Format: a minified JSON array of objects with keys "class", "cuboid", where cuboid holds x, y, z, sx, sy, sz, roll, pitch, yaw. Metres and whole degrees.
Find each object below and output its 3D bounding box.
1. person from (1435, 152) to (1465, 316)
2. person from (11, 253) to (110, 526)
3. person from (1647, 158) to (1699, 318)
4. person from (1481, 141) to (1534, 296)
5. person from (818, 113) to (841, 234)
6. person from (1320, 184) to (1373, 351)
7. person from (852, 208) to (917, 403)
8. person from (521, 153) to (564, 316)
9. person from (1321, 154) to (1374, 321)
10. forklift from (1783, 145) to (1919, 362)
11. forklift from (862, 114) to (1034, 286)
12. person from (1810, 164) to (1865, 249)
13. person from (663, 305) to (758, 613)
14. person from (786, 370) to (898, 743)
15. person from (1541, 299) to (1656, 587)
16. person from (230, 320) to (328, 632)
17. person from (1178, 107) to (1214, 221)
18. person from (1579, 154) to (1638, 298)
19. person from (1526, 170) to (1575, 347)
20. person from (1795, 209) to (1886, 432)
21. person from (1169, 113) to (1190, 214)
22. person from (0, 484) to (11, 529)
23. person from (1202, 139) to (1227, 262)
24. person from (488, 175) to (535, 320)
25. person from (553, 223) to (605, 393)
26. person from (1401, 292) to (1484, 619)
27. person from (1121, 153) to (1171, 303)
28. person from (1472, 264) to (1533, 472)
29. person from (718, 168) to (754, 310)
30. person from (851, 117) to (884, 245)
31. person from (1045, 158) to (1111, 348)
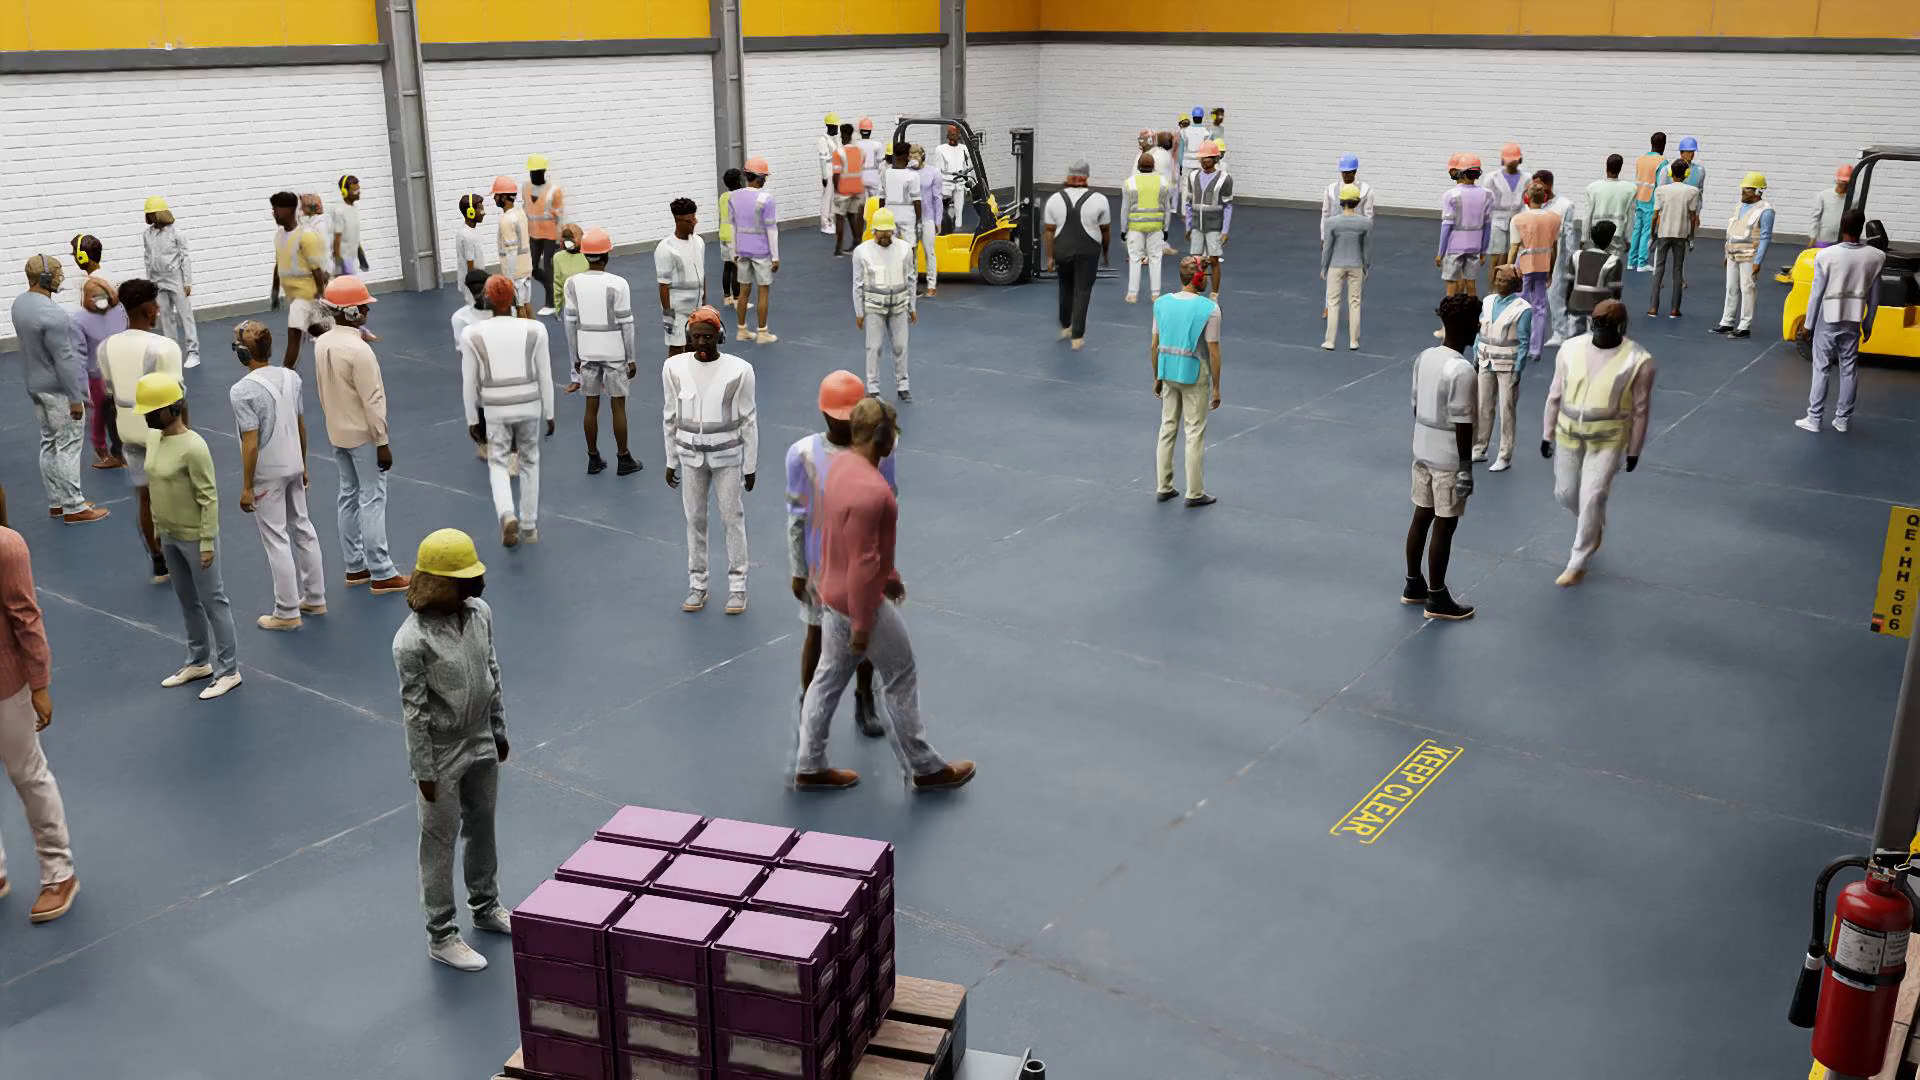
[{"class":"person","cuboid":[5.893,-3.625,19.780,0.389,1.930,0.544,3,18,9]},{"class":"person","cuboid":[-6.375,-1.053,11.741,0.635,1.929,0.381,14,22,36]},{"class":"person","cuboid":[8.442,-3.575,19.727,0.517,1.865,0.327,8,19,22]},{"class":"person","cuboid":[6.651,-3.829,20.254,0.644,2.039,0.426,-2,18,-5]},{"class":"person","cuboid":[-2.097,-5.985,27.159,0.388,1.926,0.590,6,19,19]},{"class":"person","cuboid":[4.123,-2.911,17.806,0.534,1.767,0.315,0,18,1]},{"class":"person","cuboid":[-0.691,-2.153,15.355,0.602,1.817,0.403,-6,19,-18]},{"class":"person","cuboid":[-4.972,-3.644,19.856,0.616,1.914,0.448,8,20,24]},{"class":"person","cuboid":[4.524,-3.543,19.512,0.615,1.940,0.416,8,19,23]},{"class":"forklift","cuboid":[9.803,-2.879,17.013,2.313,2.155,1.214,12,21,33]},{"class":"forklift","cuboid":[-0.171,-4.594,22.377,2.313,2.155,1.214,1,18,3]},{"class":"person","cuboid":[10.691,-3.700,20.306,0.582,1.747,0.342,8,19,24]},{"class":"person","cuboid":[-1.498,-0.478,10.017,0.575,1.880,0.358,3,18,8]},{"class":"person","cuboid":[-0.565,0.096,8.162,0.545,1.917,0.444,-5,18,-14]},{"class":"person","cuboid":[4.080,-0.657,10.673,0.631,1.824,0.777,16,24,42]},{"class":"person","cuboid":[-4.010,-0.371,9.734,0.326,1.843,0.517,6,19,19]},{"class":"person","cuboid":[4.057,-6.462,28.643,0.602,1.940,0.412,3,18,10]},{"class":"person","cuboid":[7.656,-3.589,19.680,0.597,1.916,0.371,3,18,8]},{"class":"person","cuboid":[6.387,-3.056,18.090,0.519,1.885,0.707,-13,22,-34]},{"class":"person","cuboid":[7.583,-1.877,14.329,0.597,1.915,0.370,1,18,2]},{"class":"person","cuboid":[3.981,-6.727,29.763,0.531,1.755,0.343,-3,18,-10]},{"class":"person","cuboid":[-6.542,-0.783,10.874,0.373,1.935,0.551,-5,18,-16]},{"class":"person","cuboid":[3.662,-4.874,23.946,0.524,1.769,0.326,-16,24,-41]},{"class":"person","cuboid":[-4.555,-2.729,16.957,0.375,1.939,0.546,1,18,2]},{"class":"person","cuboid":[-3.618,-2.191,15.779,0.497,1.627,0.276,5,18,16]},{"class":"person","cuboid":[2.906,-0.504,9.955,0.368,1.966,0.602,-4,18,-12]},{"class":"person","cuboid":[2.303,-3.880,20.719,0.633,1.839,0.429,-2,18,-5]},{"class":"person","cuboid":[4.275,-1.369,13.188,0.307,1.641,0.514,-10,20,-29]},{"class":"person","cuboid":[-2.760,-3.670,20.292,0.322,1.697,0.535,-10,21,-30]},{"class":"person","cuboid":[-1.443,-5.549,25.780,0.542,1.939,0.362,-1,18,-3]},{"class":"person","cuboid":[1.320,-3.171,18.175,0.687,2.000,0.935,5,19,17]}]
